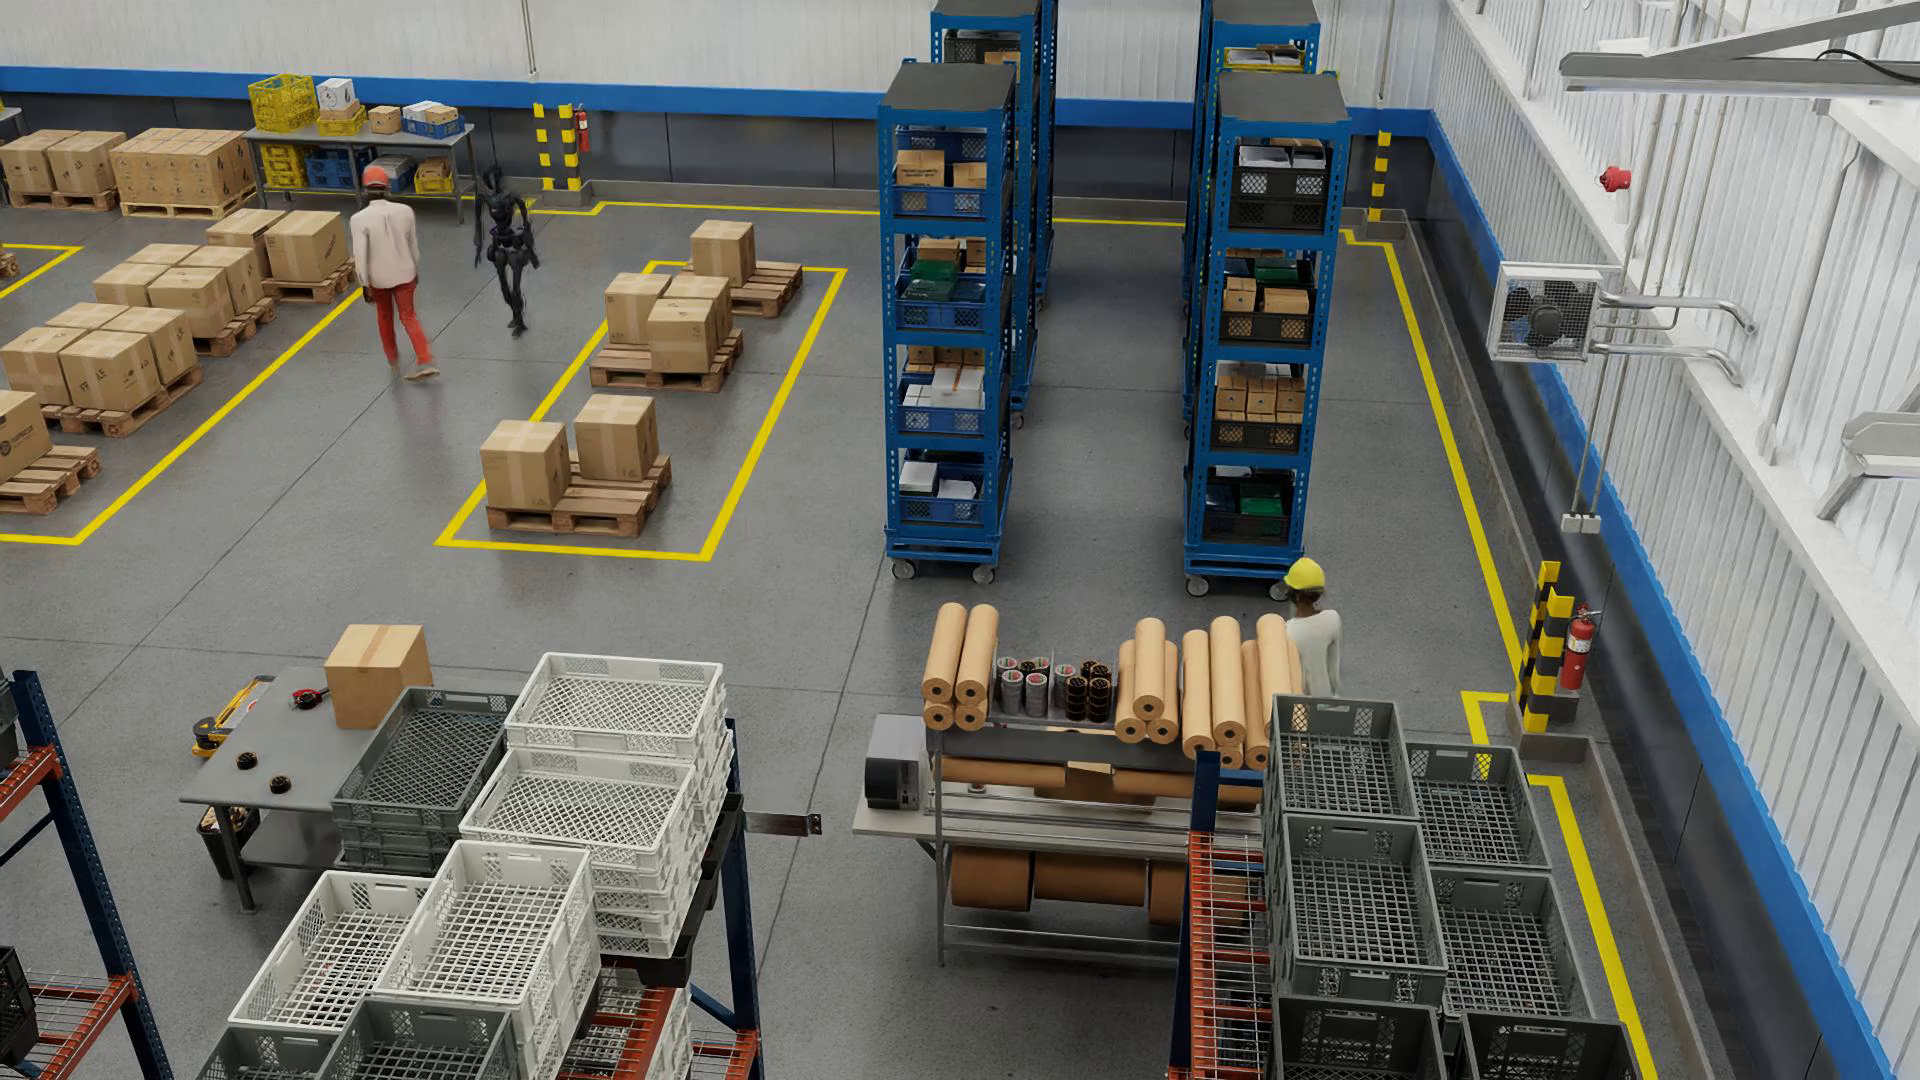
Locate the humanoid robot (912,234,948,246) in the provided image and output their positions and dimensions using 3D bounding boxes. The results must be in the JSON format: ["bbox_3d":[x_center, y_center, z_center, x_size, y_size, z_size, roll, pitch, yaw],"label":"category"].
[{"bbox_3d":[-0.166,-3.142,16.658,0.588,1.650,0.477,8,31,13],"label":"humanoid robot"}]

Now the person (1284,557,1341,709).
[{"bbox_3d":[1.995,0.940,9.611,0.541,1.723,0.630,-21,36,-32],"label":"person"}]

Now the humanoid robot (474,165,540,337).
[{"bbox_3d":[-4.410,-2.792,16.083,0.613,1.636,0.597,7,31,11],"label":"humanoid robot"}]

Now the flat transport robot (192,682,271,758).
[{"bbox_3d":[-4.089,1.163,10.648,1.431,0.197,0.652,3,30,6],"label":"flat transport robot"}]

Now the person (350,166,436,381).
[{"bbox_3d":[-5.160,-2.391,15.122,0.613,1.942,0.821,-16,34,-26],"label":"person"}]
